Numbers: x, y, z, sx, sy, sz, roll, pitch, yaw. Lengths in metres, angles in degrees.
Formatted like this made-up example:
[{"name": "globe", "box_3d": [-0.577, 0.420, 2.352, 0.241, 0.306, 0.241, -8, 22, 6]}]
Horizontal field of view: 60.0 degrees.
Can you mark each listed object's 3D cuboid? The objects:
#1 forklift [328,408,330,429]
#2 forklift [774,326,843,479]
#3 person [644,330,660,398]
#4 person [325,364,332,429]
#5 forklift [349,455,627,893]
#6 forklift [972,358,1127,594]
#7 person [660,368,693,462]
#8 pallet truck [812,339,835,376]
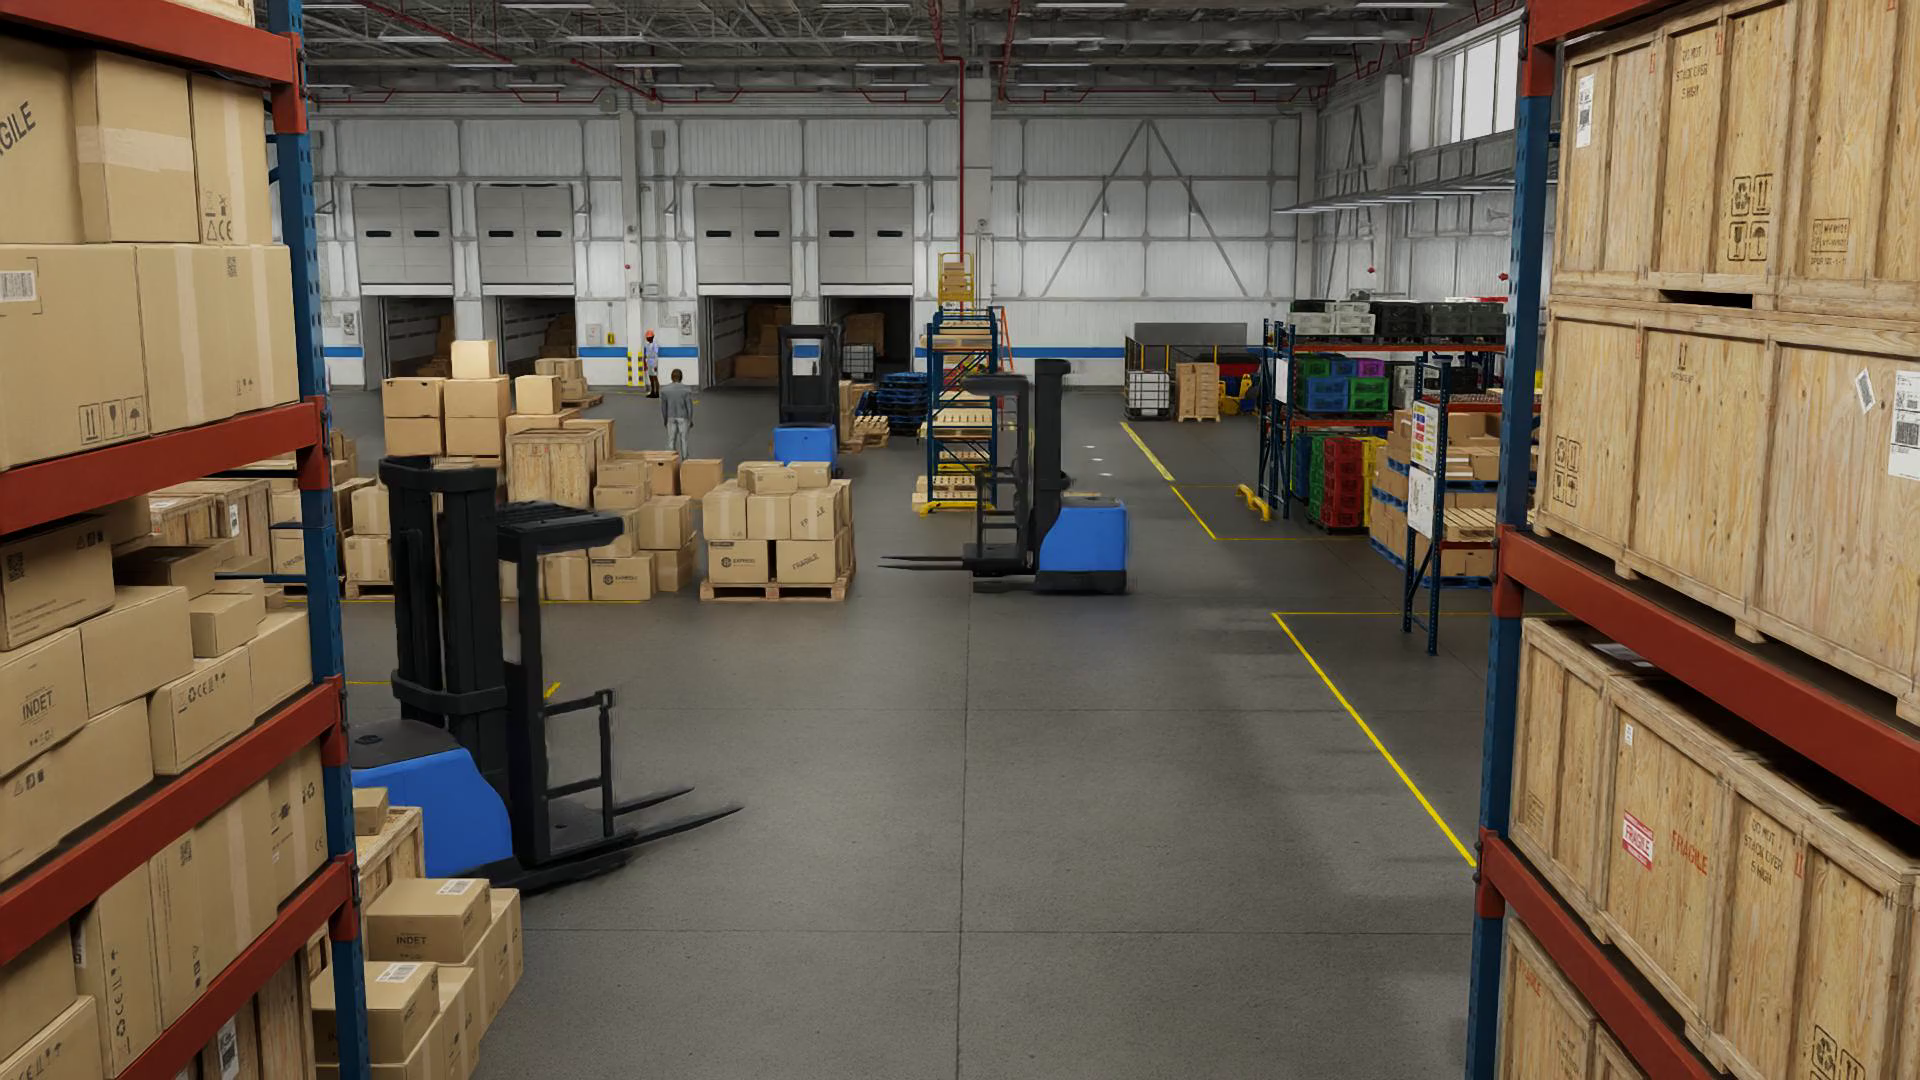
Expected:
[{"name": "forklift", "box_3d": [-13.015, -2.830, 32.031, 1.129, 2.768, 1.873, 0, 10, 1]}, {"name": "forklift", "box_3d": [-2.729, -2.428, 29.712, 1.129, 2.768, 1.873, 0, 10, 1]}, {"name": "person", "box_3d": [-8.766, -4.989, 47.237, 0.388, 1.930, 0.544, -8, 13, -38]}, {"name": "person", "box_3d": [-14.529, -3.360, 37.796, 0.353, 1.942, 0.545, 4, 11, 21]}, {"name": "forklift", "box_3d": [-3.288, 0.876, 10.645, 1.873, 2.768, 1.129, -10, 14, -44]}, {"name": "forklift", "box_3d": [1.086, -0.806, 20.352, 1.873, 2.768, 1.129, 0, 10, 1]}, {"name": "person", "box_3d": [-5.377, -2.298, 31.691, 0.627, 1.934, 0.372, 2, 10, 12]}, {"name": "pallet truck", "box_3d": [-3.021, -4.312, 43.126, 1.885, 1.965, 0.823, 3, 10, 17]}]
